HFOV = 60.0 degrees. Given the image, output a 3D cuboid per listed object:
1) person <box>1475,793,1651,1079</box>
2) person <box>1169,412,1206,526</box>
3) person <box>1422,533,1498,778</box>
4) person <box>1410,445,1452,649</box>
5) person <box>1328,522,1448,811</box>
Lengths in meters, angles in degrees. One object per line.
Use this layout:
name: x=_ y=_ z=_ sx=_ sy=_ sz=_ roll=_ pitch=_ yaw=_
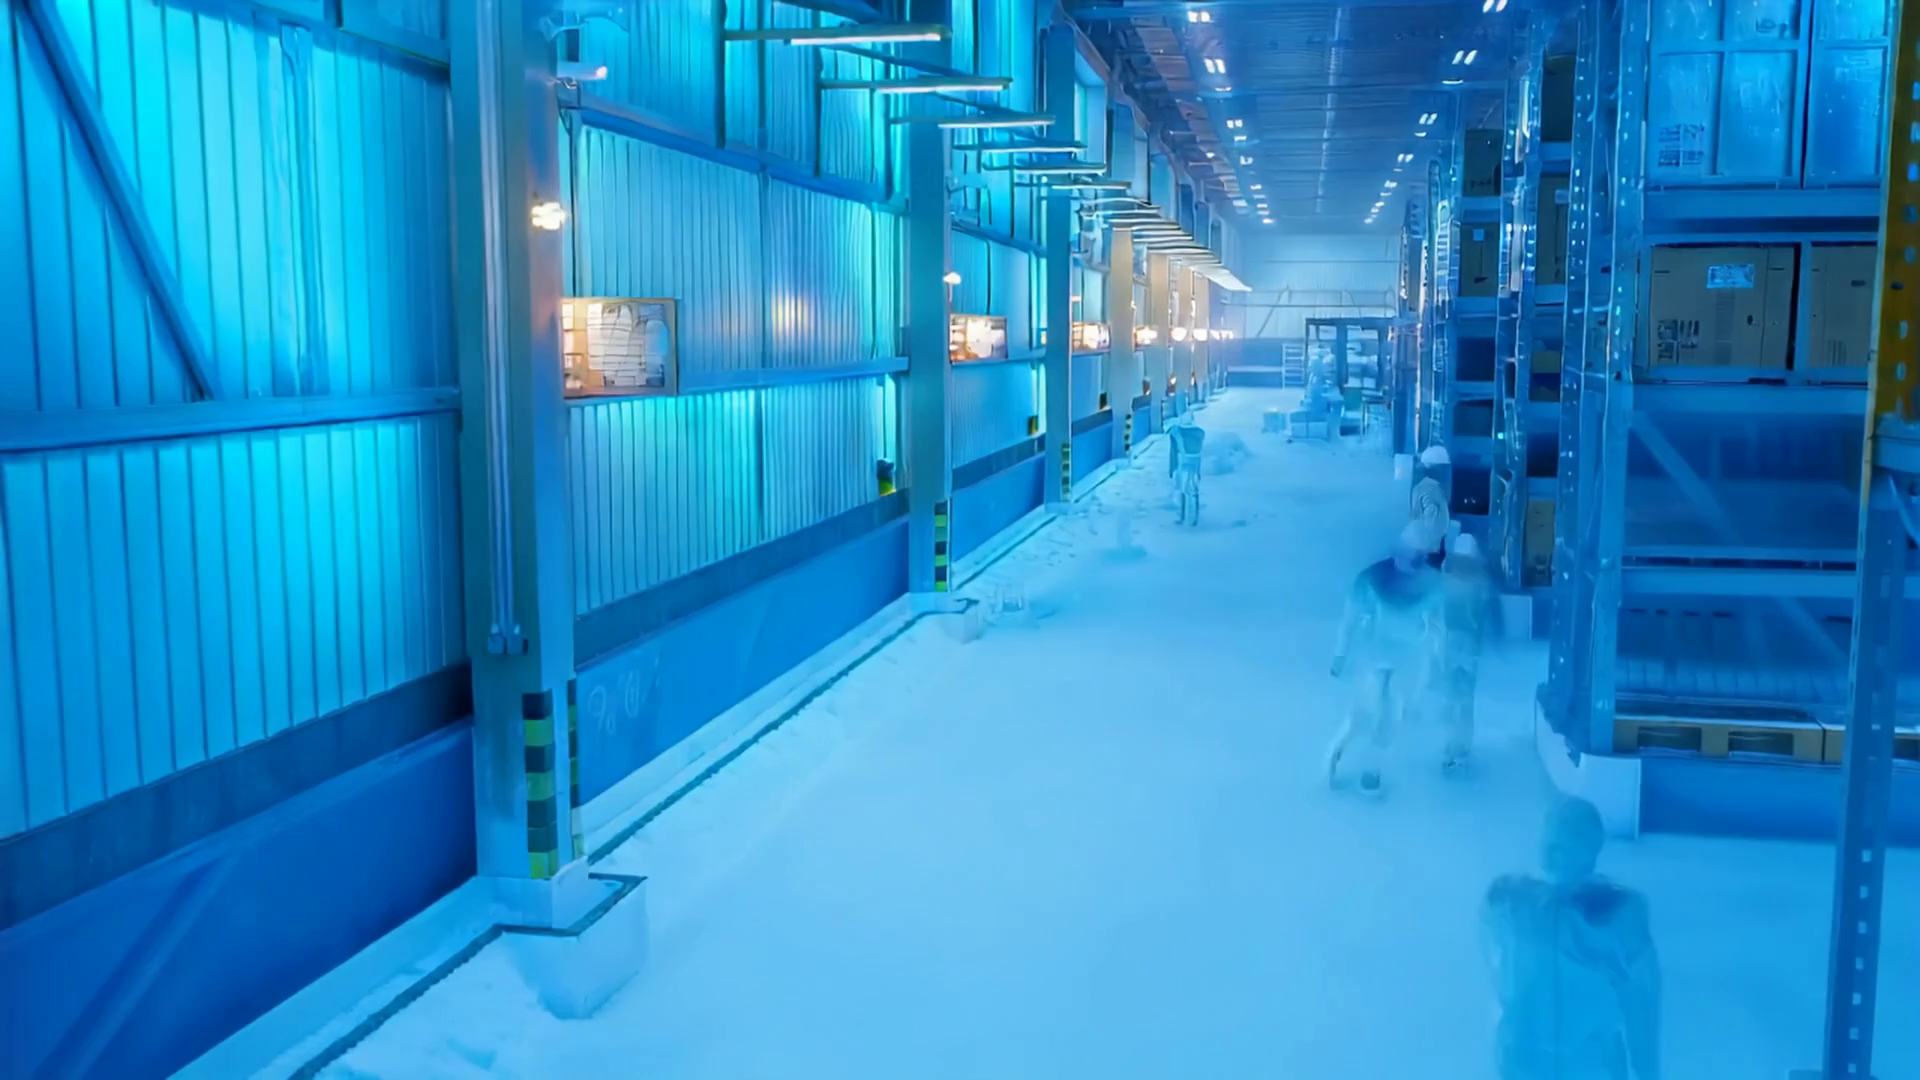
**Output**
person: x=1.965 y=1.616 z=5.423 sx=0.554 sy=1.613 sz=0.616 roll=4 pitch=8 yaw=29
person: x=3.615 y=-1.137 z=26.650 sx=0.624 sy=1.836 sz=0.430 roll=-3 pitch=8 yaw=-21
person: x=3.452 y=0.819 z=11.469 sx=0.493 sy=1.721 sz=0.481 roll=1 pitch=7 yaw=4
person: x=4.635 y=0.064 z=16.389 sx=0.387 sy=1.996 sz=0.611 roll=6 pitch=9 yaw=41
person: x=2.794 y=0.803 z=10.862 sx=0.656 sy=1.893 sz=0.653 roll=-2 pitch=7 yaw=-15
